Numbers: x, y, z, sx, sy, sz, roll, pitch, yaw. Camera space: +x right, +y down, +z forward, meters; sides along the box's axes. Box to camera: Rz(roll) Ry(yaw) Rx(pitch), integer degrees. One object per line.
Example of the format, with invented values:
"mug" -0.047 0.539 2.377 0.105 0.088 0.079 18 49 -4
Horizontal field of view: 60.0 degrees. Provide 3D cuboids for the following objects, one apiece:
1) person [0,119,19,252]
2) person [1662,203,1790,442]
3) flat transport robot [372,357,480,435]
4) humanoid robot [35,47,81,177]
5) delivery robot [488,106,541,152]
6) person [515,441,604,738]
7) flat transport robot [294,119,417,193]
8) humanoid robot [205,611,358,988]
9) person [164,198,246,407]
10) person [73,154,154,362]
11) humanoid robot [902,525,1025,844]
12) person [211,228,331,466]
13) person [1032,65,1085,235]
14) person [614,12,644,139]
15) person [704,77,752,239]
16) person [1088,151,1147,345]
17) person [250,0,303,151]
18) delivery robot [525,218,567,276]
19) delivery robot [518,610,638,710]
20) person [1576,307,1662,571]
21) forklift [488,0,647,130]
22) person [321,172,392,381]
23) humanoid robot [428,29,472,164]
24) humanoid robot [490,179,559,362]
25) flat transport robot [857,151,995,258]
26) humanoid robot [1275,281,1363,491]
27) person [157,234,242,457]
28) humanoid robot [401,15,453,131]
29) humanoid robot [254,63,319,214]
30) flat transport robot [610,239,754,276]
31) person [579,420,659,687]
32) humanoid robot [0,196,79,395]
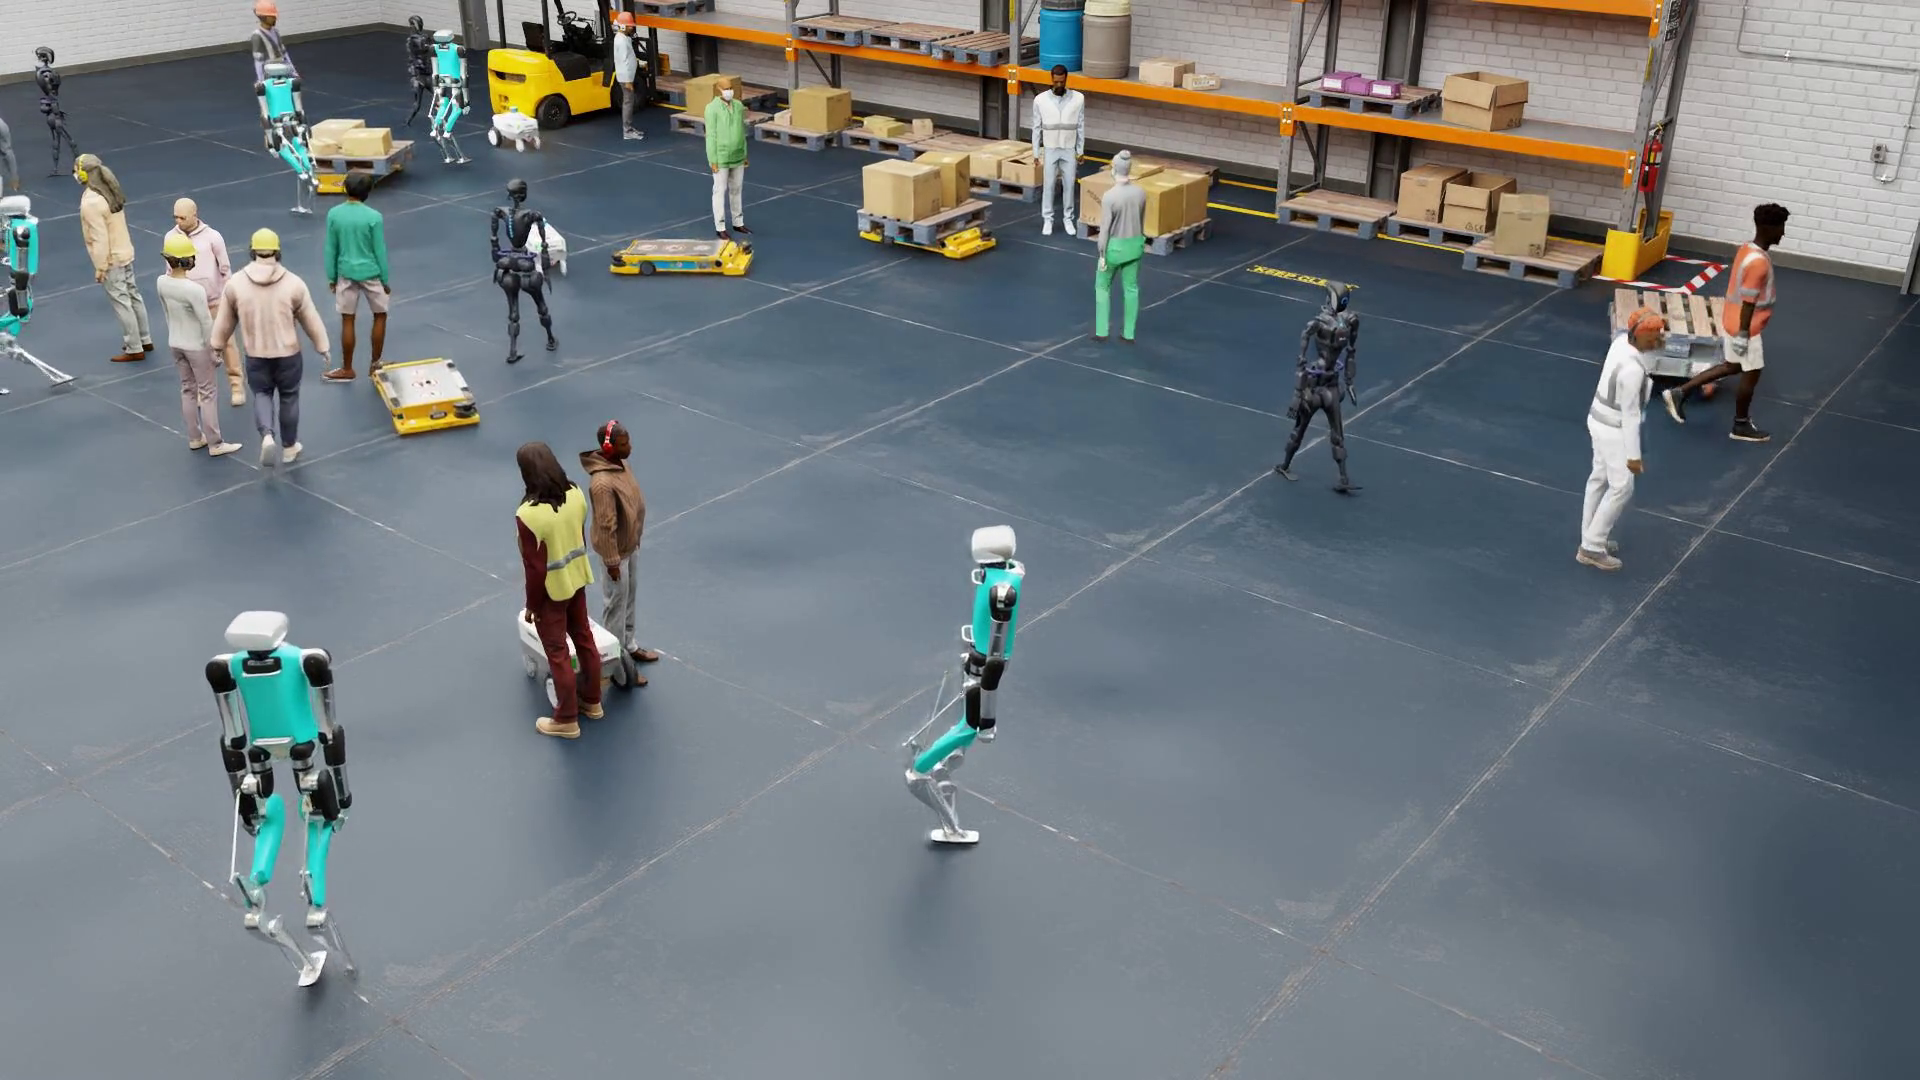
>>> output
"person" -10.429 -3.900 17.790 0.722 1.883 0.965 -3 26 -6
"person" 6.191 -1.742 13.259 0.782 1.942 0.608 8 27 15
"flat transport robot" -4.566 -1.255 14.169 0.659 0.231 1.431 -12 28 -23
"humanoid robot" -11.556 -5.499 21.360 0.630 1.637 0.609 -12 28 -24
"delivery robot" -6.159 -5.706 23.054 0.499 0.590 0.793 -23 34 -39
"person" -2.233 0.280 9.260 0.376 1.775 0.466 13 29 25
"flat transport robot" -7.701 -4.692 21.288 0.659 0.231 1.431 2 26 4
"humanoid robot" -2.992 1.265 7.312 0.556 1.817 0.797 -1 26 -3
"person" -6.346 -1.999 13.971 0.523 1.781 0.405 -3 26 -7
"person" -7.618 -2.532 14.970 0.392 1.875 0.555 -1 26 -2
"humanoid robot" -0.054 0.818 8.293 0.737 1.873 0.540 -1 26 -2
"person" -5.290 -1.450 12.767 0.851 1.835 0.566 -6 26 -12
"person" 1.114 -4.420 18.847 0.596 1.908 0.411 -3 26 -6
"person" -4.671 -6.539 23.422 0.347 1.739 0.571 -6 26 -11
"person" -2.620 -4.313 18.762 0.384 1.783 0.547 22 34 38
"person" 1.469 -2.715 15.397 0.536 1.832 0.486 -11 28 -21
"person" -9.157 -6.266 22.552 0.873 2.010 0.627 1 26 1
"delivery robot" -4.453 -3.128 17.742 0.499 0.613 0.811 -12 28 -24
"delivery robot" -2.300 0.666 9.885 0.499 0.614 0.791 -21 33 -36
"person" 4.435 -0.712 11.230 0.377 1.857 0.619 2 26 4
"forklift" -5.874 -7.334 24.552 1.214 2.155 2.313 19 32 34
"person" -5.339 -2.290 14.548 0.699 1.817 0.443 -1 26 -1
"humanoid robot" -6.687 -5.700 21.530 0.533 1.681 0.735 8 27 15
"humanoid robot" -3.984 -2.470 15.098 0.598 1.641 0.623 5 26 11
"flat transport robot" -0.372 -3.430 18.675 1.431 0.231 0.659 18 31 33
"humanoid robot" 2.712 -1.139 12.353 0.610 1.621 0.756 -14 29 -27
"person" -5.975 -1.521 13.009 0.516 1.756 0.336 13 29 25
"humanoid robot" -7.720 -6.668 23.814 0.748 1.644 0.603 9 27 18
"humanoid robot" -7.764 -4.619 19.475 0.775 1.799 0.553 22 34 38
"flat transport robot" -2.974 -3.030 17.845 1.431 0.231 0.659 1 26 3
"person" -2.028 0.060 9.851 0.316 1.650 0.471 2 26 5
"humanoid robot" -8.160 -2.013 14.066 0.961 1.748 0.565 -10 28 -21
